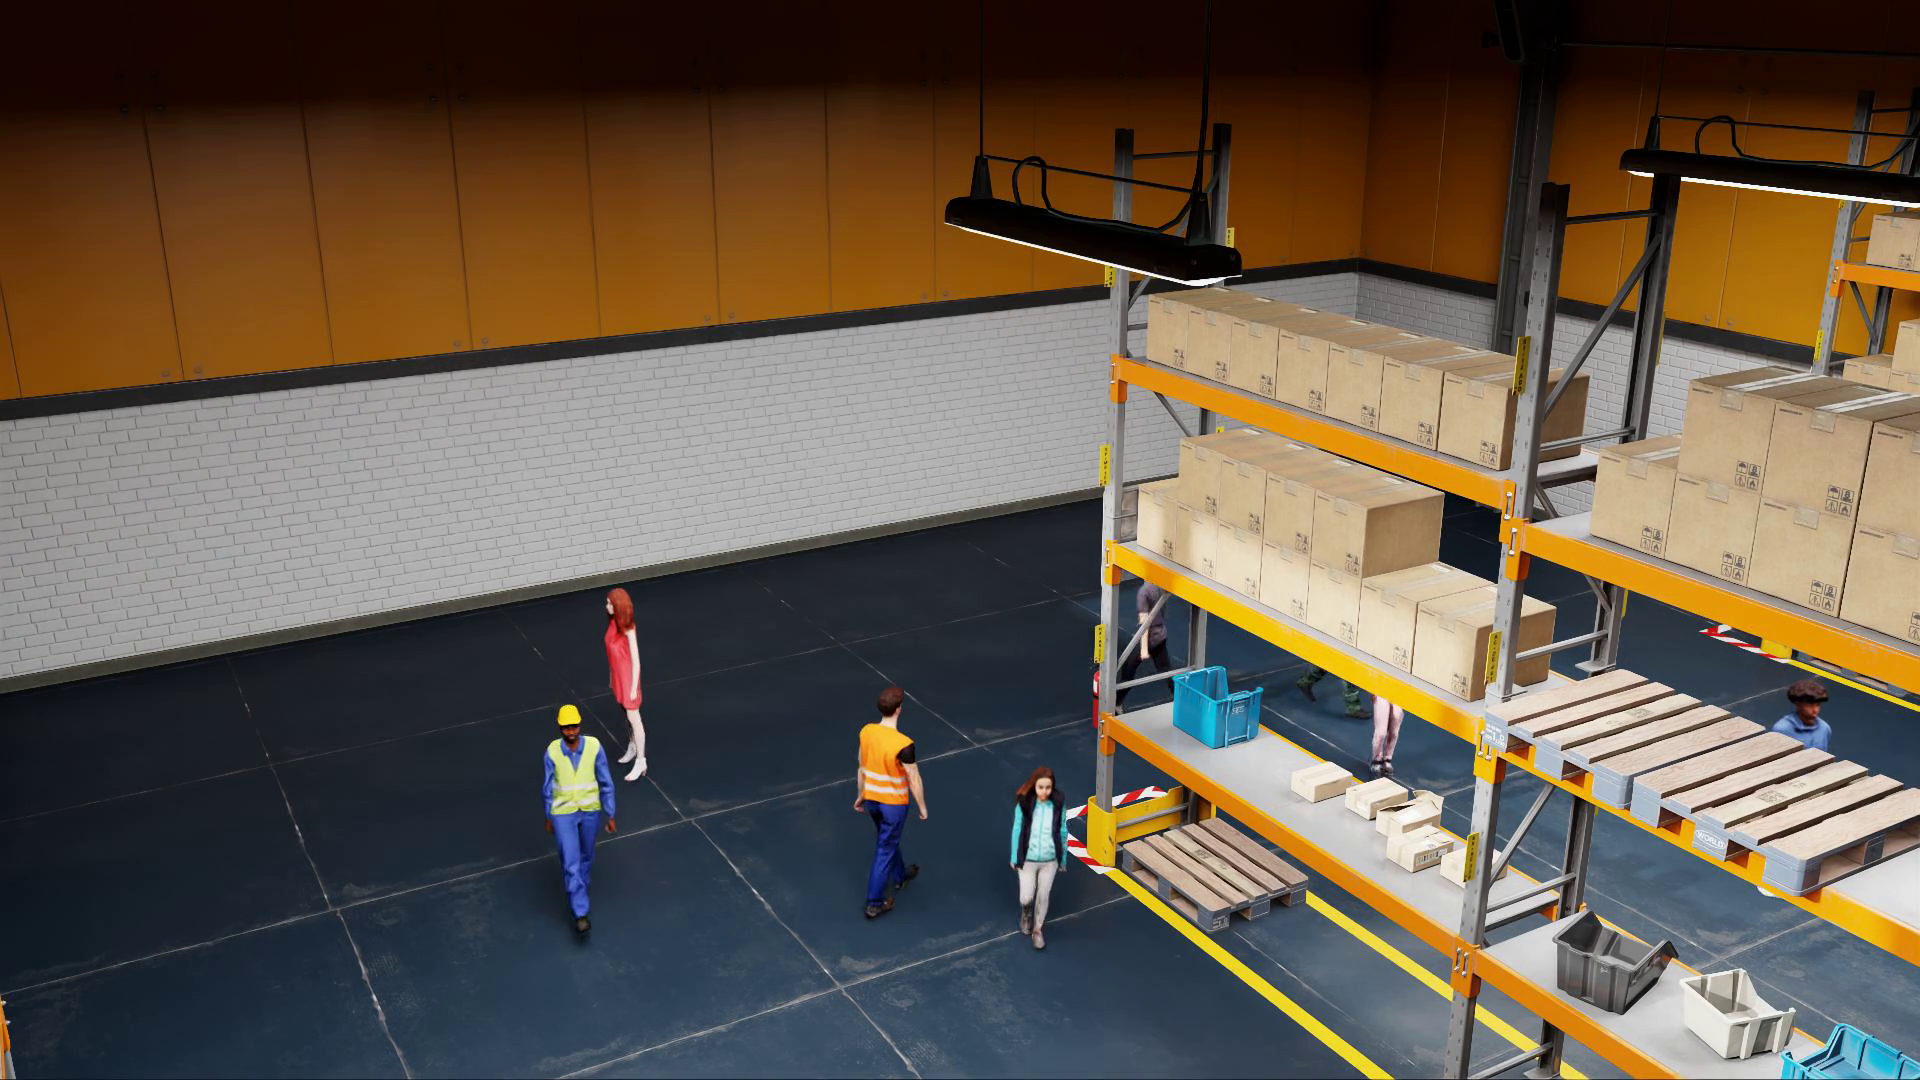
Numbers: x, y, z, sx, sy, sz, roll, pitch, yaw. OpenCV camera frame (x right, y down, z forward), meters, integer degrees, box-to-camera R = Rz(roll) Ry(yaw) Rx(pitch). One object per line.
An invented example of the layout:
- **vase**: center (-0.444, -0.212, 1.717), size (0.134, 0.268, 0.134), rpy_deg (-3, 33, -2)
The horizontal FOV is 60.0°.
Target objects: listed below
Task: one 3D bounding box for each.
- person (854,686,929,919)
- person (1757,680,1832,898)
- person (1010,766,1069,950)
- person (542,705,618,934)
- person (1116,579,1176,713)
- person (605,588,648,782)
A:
- **person**: center (-0.626, 2.077, 12.949), size (1.039, 1.864, 0.993), rpy_deg (14, 23, 36)
- **person**: center (6.679, 1.963, 13.370), size (0.765, 1.811, 0.740), rpy_deg (-2, 19, -6)
- **person**: center (0.580, 2.371, 12.653), size (0.675, 1.496, 0.697), rpy_deg (-3, 19, -9)
- **person**: center (-3.004, 2.094, 13.025), size (0.786, 1.783, 1.150), rpy_deg (-7, 20, -21)
- **person**: center (1.953, 1.010, 16.357), size (1.274, 1.711, 1.026), rpy_deg (11, 21, 29)
- **person**: center (-3.063, 1.295, 15.329), size (0.678, 1.826, 0.471), rpy_deg (-11, 22, -30)
